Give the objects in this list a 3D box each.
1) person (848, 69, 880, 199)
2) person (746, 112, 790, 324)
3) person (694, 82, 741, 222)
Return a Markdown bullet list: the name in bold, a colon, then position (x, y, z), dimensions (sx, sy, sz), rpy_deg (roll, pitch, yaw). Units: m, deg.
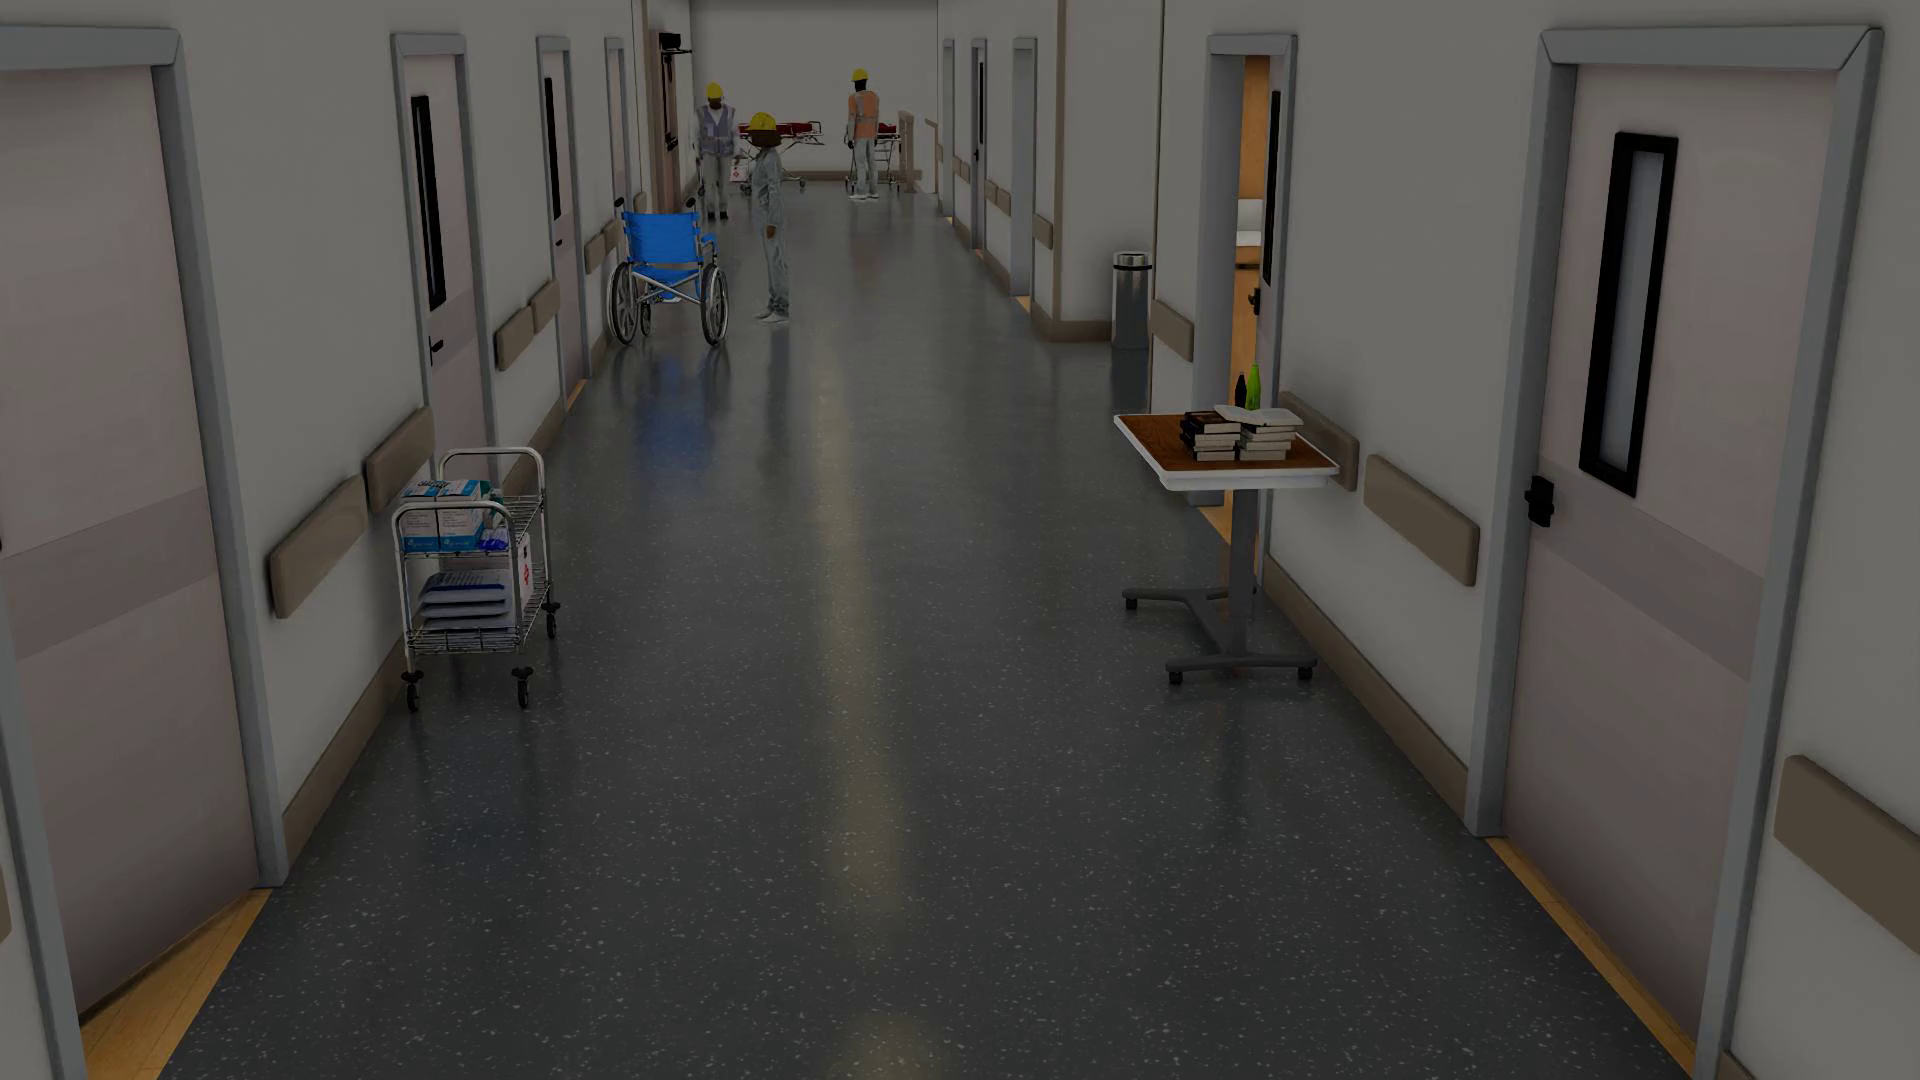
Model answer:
- **person**: position (-1.469, -6.115, 25.102), dimensions (0.400, 1.920, 0.587), rpy_deg (15, 22, 41)
- **person**: position (-1.616, -2.689, 13.946), dimensions (0.311, 1.744, 0.486), rpy_deg (-4, 17, -12)
- **person**: position (-3.190, -5.110, 21.962), dimensions (0.597, 1.790, 0.759), rpy_deg (-4, 17, -13)
